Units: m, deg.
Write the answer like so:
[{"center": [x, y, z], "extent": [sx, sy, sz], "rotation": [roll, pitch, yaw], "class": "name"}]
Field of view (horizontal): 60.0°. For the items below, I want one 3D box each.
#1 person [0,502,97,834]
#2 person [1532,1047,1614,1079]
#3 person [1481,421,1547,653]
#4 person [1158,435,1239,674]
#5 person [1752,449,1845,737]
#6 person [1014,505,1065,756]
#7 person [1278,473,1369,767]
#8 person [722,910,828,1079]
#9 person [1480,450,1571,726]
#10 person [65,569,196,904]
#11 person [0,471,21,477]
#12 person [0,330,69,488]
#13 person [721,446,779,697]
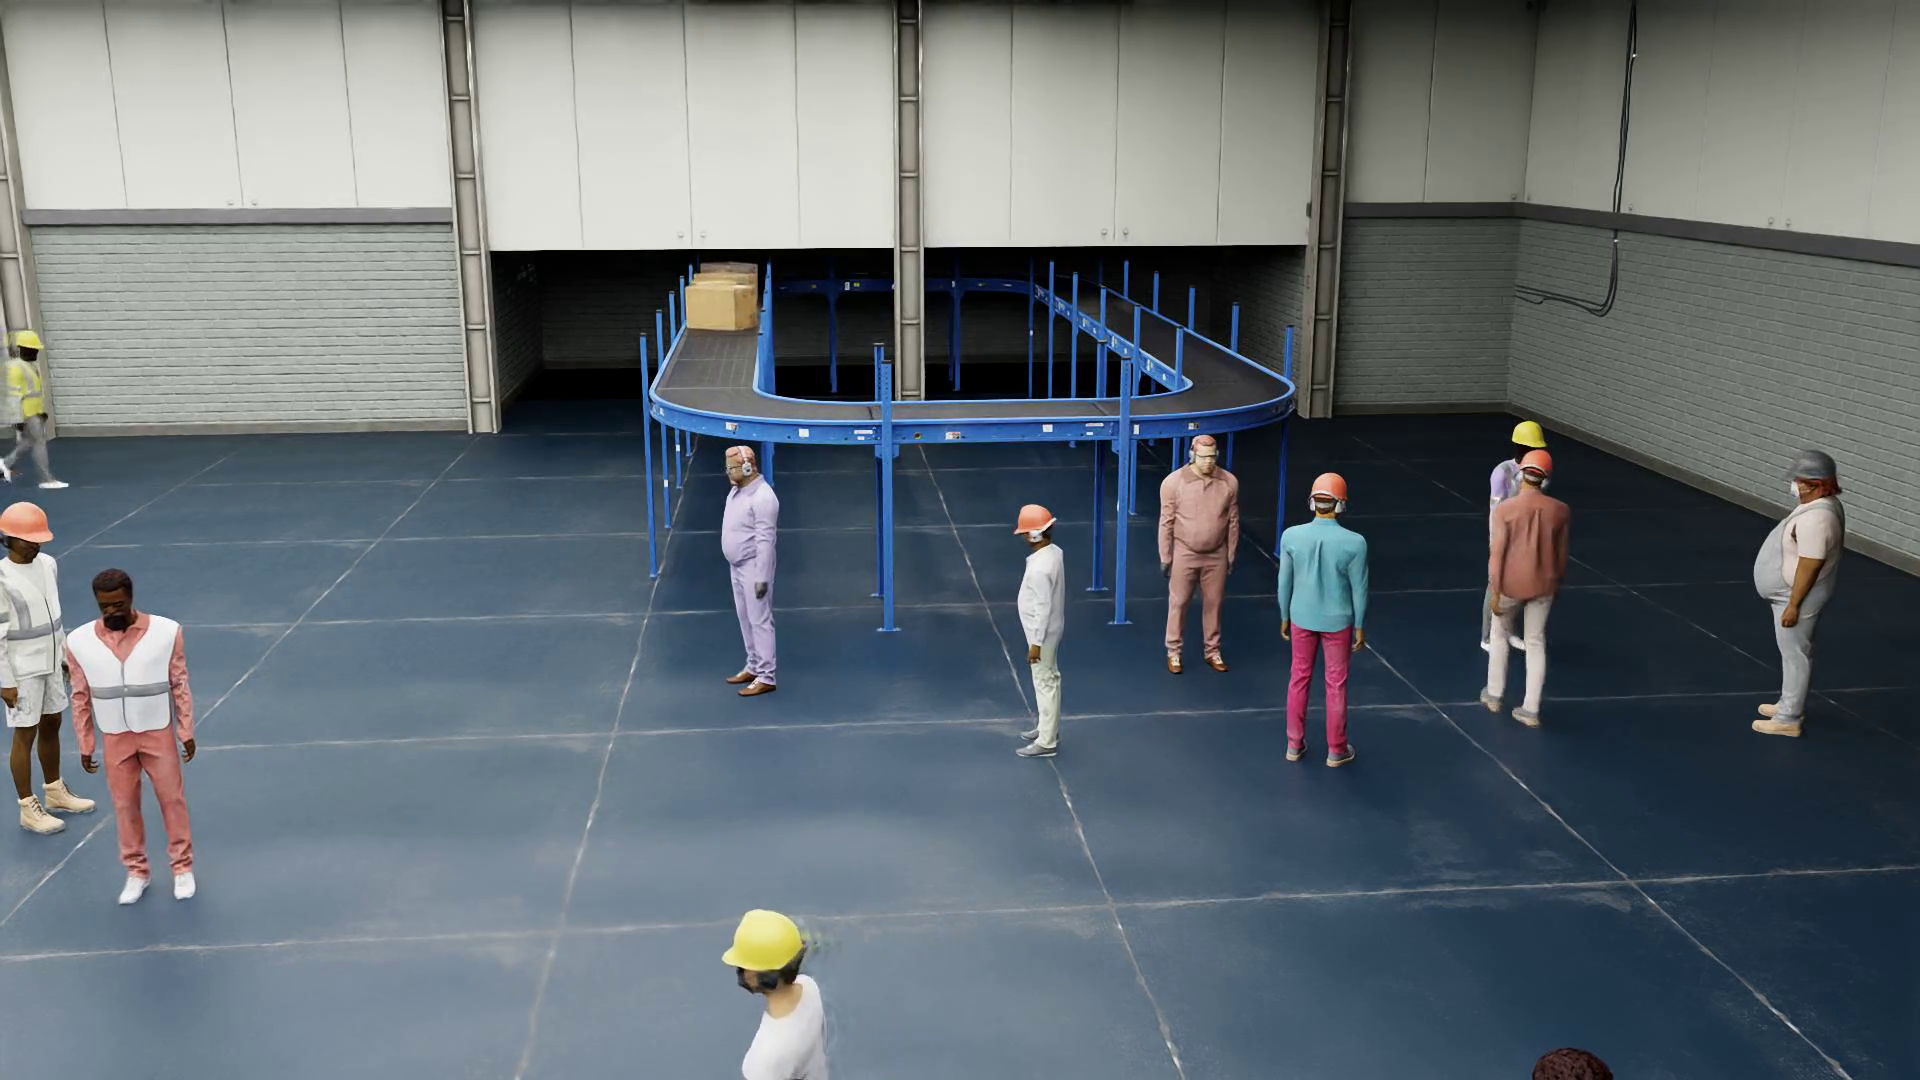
[{"center": [-5.607, 0.762, 10.121], "extent": [0.392, 2.033, 0.605], "rotation": [2, 14, 8], "class": "person"}, {"center": [1.542, 2.226, 4.521], "extent": [0.587, 1.911, 0.397], "rotation": [-7, 16, -26], "class": "person"}, {"center": [4.509, -0.016, 13.449], "extent": [0.593, 1.925, 0.384], "rotation": [-10, 17, -34], "class": "person"}, {"center": [1.868, 0.116, 12.984], "extent": [0.645, 1.899, 0.403], "rotation": [-2, 14, -8], "class": "person"}, {"center": [5.878, 0.358, 11.722], "extent": [0.538, 2.000, 0.684], "rotation": [9, 17, 32], "class": "person"}, {"center": [0.533, 0.610, 11.317], "extent": [0.343, 1.741, 0.561], "rotation": [3, 14, 10], "class": "person"}, {"center": [2.427, 0.534, 11.125], "extent": [0.608, 1.989, 0.387], "rotation": [7, 16, 27], "class": "person"}, {"center": [-0.664, 2.042, 5.559], "extent": [0.621, 1.742, 0.554], "rotation": [2, 14, 9], "class": "person"}, {"center": [4.088, 0.332, 12.011], "extent": [0.638, 1.941, 0.797], "rotation": [0, 14, -2], "class": "person"}, {"center": [-4.545, 1.066, 9.170], "extent": [0.600, 1.907, 0.411], "rotation": [-4, 15, -17], "class": "person"}, {"center": [-11.977, -1.608, 20.020], "extent": [0.895, 1.840, 0.533], "rotation": [-6, 15, -24], "class": "person"}, {"center": [-11.006, -1.517, 19.529], "extent": [0.739, 1.891, 0.636], "rotation": [-2, 14, -10], "class": "person"}, {"center": [-1.604, 0.220, 12.586], "extent": [0.402, 1.894, 0.649], "rotation": [-8, 16, -29], "class": "person"}]
